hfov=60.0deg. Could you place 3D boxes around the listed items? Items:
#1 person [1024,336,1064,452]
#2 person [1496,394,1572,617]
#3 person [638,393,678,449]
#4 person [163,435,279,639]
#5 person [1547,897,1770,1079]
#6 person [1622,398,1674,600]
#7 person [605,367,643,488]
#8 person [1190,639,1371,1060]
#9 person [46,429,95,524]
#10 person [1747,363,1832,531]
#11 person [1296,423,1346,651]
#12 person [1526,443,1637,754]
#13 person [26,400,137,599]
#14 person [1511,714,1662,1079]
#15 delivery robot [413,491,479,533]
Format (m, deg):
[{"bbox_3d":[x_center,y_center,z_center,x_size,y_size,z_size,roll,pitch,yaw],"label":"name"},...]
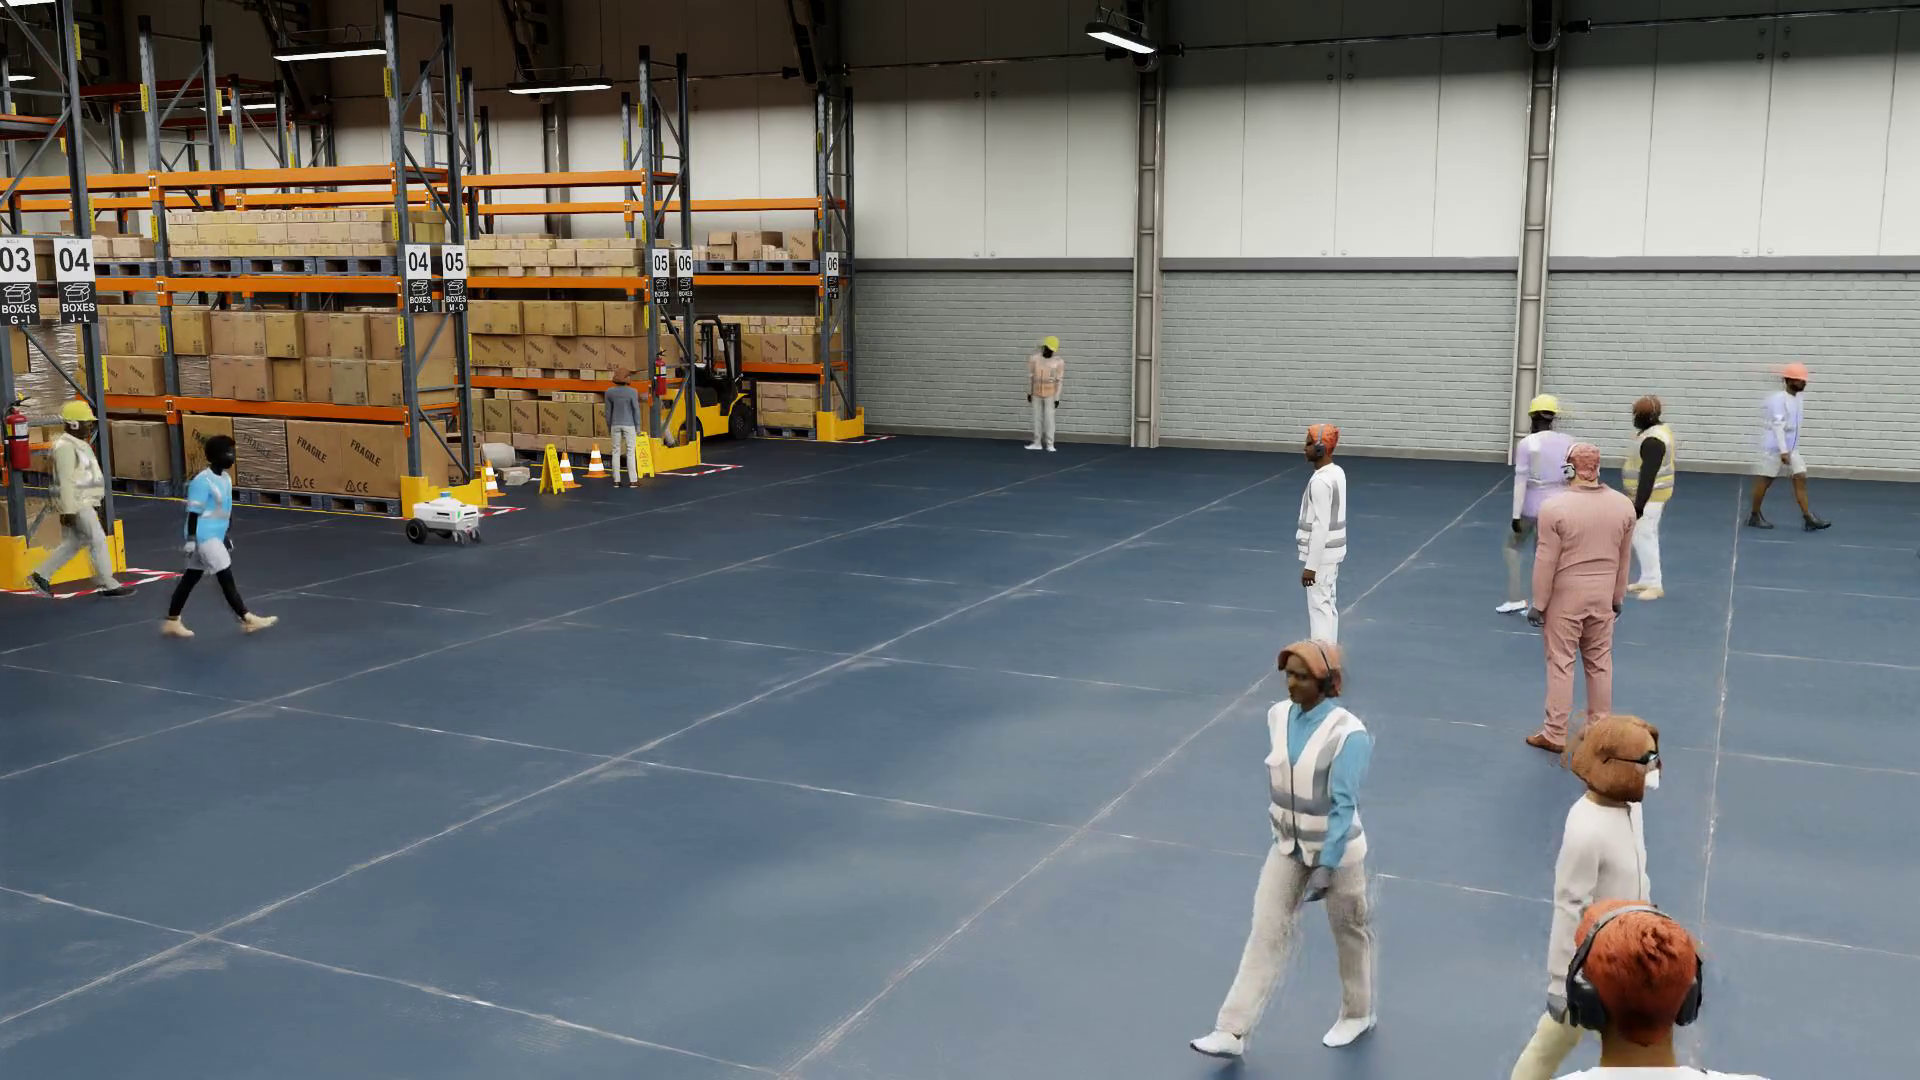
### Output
[{"bbox_3d":[1.316,-2.353,26.862,0.761,1.877,0.405,6,11,31],"label":"person"},{"bbox_3d":[4.855,-0.282,14.078,0.595,1.895,0.582,-4,10,-22],"label":"person"},{"bbox_3d":[-4.955,-2.269,26.330,1.047,1.899,0.622,4,10,21],"label":"person"},{"bbox_3d":[-5.978,-0.019,13.269,0.896,1.626,0.527,-2,9,-10],"label":"person"},{"bbox_3d":[1.213,1.559,2.989,0.575,1.846,0.965,1,9,7],"label":"person"},{"bbox_3d":[6.158,-0.372,14.923,0.433,1.822,0.683,4,10,23],"label":"person"},{"bbox_3d":[-4.546,-1.521,22.477,0.497,1.634,0.278,2,10,14],"label":"person"},{"bbox_3d":[1.246,1.163,6.139,0.862,1.594,0.514,-7,11,-36],"label":"person"},{"bbox_3d":[-10.318,-1.031,19.286,0.532,1.697,0.319,-9,13,-43],"label":"person"},{"bbox_3d":[9.344,-1.026,18.650,0.555,1.890,0.970,-5,11,-29],"label":"person"},{"bbox_3d":[2.512,0.125,11.632,0.356,1.883,0.574,4,10,21],"label":"person"},{"bbox_3d":[3.761,0.355,10.163,0.640,1.905,0.410,-2,10,-13],"label":"person"},{"bbox_3d":[-7.884,-0.345,14.785,0.847,1.802,0.598,-3,10,-18],"label":"person"},{"bbox_3d":[2.064,1.320,5.169,0.834,1.582,0.522,6,11,35],"label":"person"},{"bbox_3d":[-5.529,-0.280,17.888,0.707,0.478,0.477,5,10,27],"label":"delivery robot"}]
